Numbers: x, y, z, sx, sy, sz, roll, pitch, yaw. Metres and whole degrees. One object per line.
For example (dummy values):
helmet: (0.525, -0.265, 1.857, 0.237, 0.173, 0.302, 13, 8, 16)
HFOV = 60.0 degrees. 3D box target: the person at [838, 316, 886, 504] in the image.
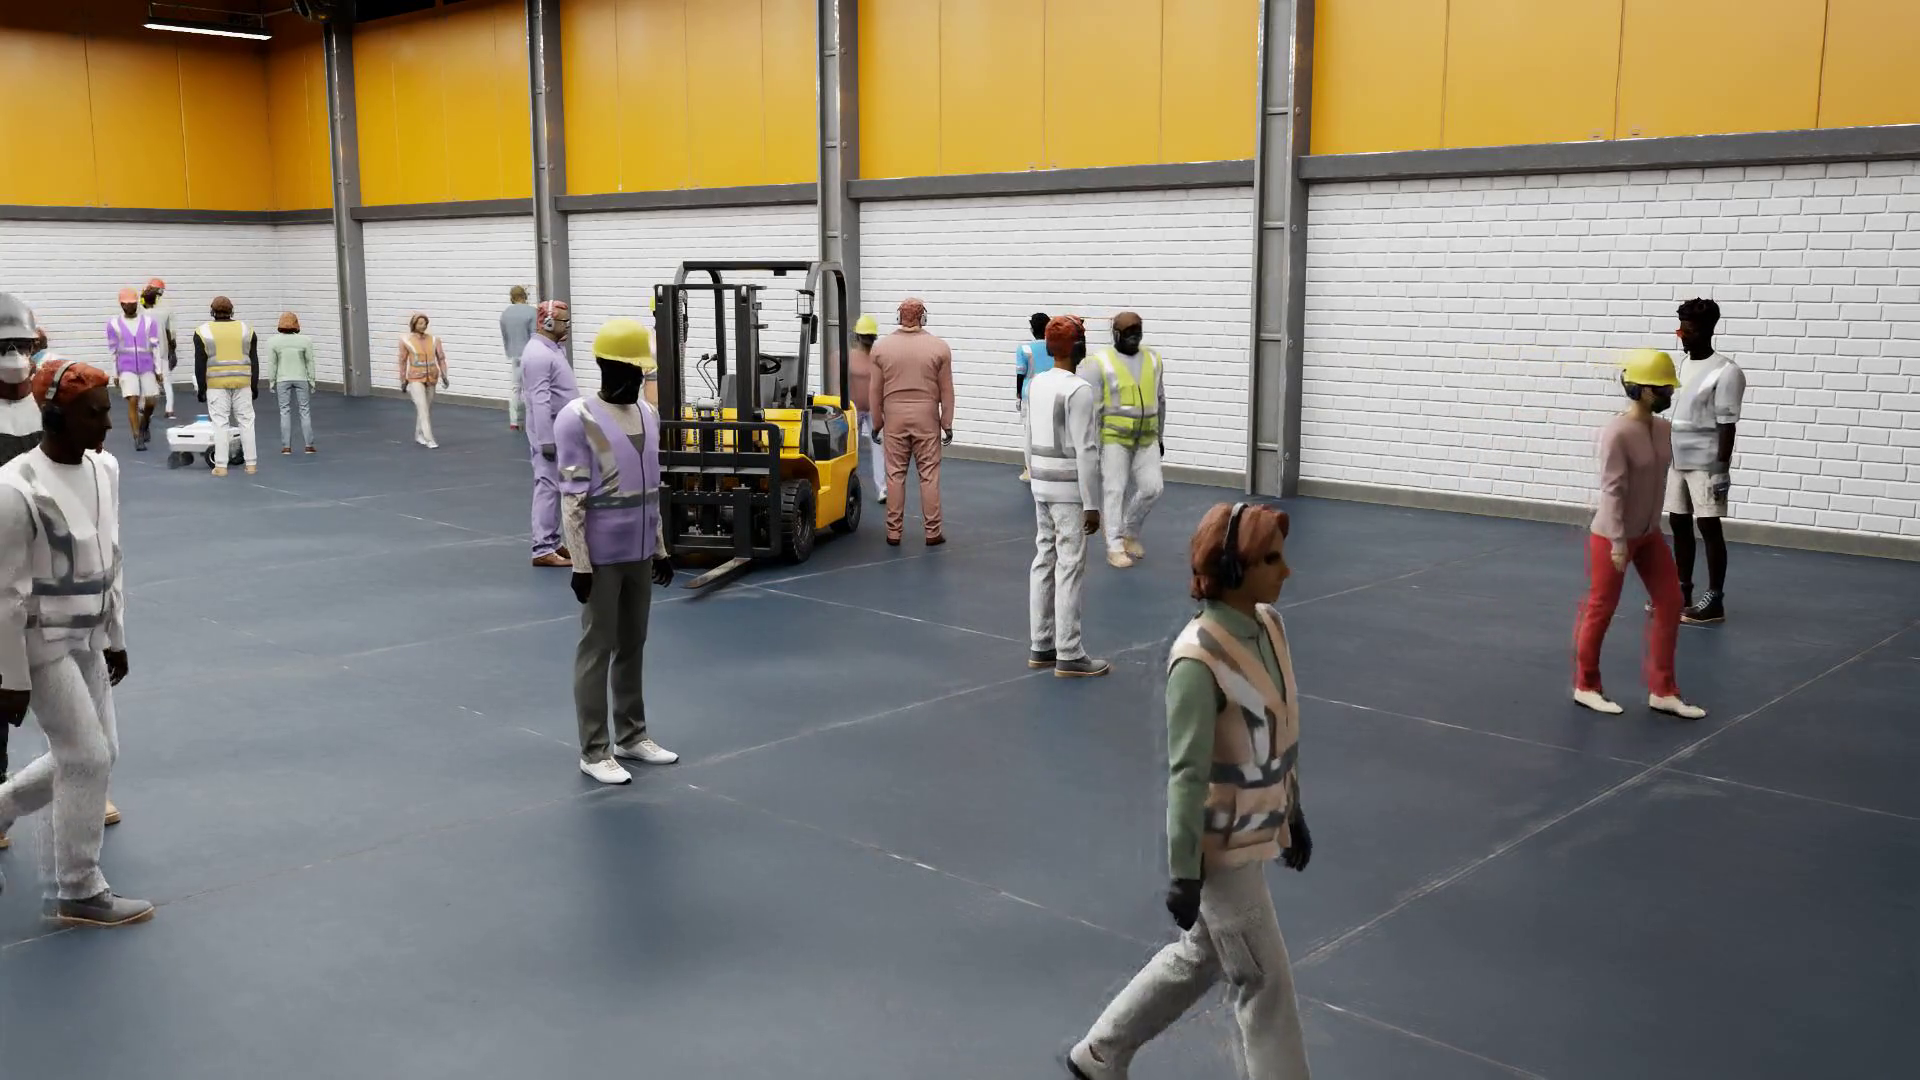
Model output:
person: (-0.868, -1.193, 15.175, 0.532, 1.700, 0.986, -3, 10, -16)

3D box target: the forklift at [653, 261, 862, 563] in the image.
forklift: (-1.552, -1.040, 12.721, 1.214, 2.155, 2.313, 2, 9, 11)

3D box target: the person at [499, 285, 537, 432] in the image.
person: (-5.638, -2.336, 21.582, 0.739, 1.906, 0.380, 4, 10, 25)

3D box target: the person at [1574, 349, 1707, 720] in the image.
person: (3.210, -0.008, 7.749, 0.557, 1.737, 0.717, -6, 11, -34)

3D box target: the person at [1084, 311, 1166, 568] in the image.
person: (1.188, -0.714, 11.847, 0.648, 1.824, 0.451, -4, 10, -22)

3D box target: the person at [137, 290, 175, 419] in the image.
person: (-11.498, -2.646, 23.733, 0.541, 1.817, 0.962, -9, 13, -43)

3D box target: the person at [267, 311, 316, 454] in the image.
person: (-7.659, -1.797, 19.073, 0.503, 1.632, 0.271, -3, 10, -19)

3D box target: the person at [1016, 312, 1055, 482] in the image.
person: (0.800, -1.414, 16.562, 0.536, 1.690, 0.321, -3, 10, -18)

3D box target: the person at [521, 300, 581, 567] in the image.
person: (-2.905, -0.760, 11.917, 0.404, 1.899, 0.643, -1, 9, -4)

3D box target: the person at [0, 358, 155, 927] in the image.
person: (-2.963, 0.338, 5.317, 0.634, 1.853, 0.574, 0, 9, -1)

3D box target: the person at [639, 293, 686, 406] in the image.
person: (-2.626, -1.233, 14.717, 0.380, 1.928, 0.586, 7, 12, 37)

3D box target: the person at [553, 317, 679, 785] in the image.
person: (-1.415, 0.037, 6.948, 0.376, 1.923, 0.585, 5, 10, 27)

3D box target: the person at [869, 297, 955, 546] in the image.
person: (-0.365, -0.902, 12.754, 0.654, 1.906, 0.406, 1, 9, 4)

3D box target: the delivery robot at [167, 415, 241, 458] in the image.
delivery robot: (-8.059, -1.093, 17.746, 0.707, 0.478, 0.477, 1, 10, 2)

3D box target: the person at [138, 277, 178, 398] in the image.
person: (-13.139, -3.307, 27.259, 0.635, 1.977, 0.471, 1, 9, 7)

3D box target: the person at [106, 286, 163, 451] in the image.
person: (-9.672, -2.012, 19.513, 0.567, 1.925, 0.598, -6, 11, -31)

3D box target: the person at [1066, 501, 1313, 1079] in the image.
person: (0.599, 0.697, 3.893, 0.803, 1.613, 0.524, 5, 10, 26)

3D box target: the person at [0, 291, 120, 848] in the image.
person: (-3.465, 0.106, 6.161, 0.537, 2.000, 0.684, 9, 13, 44)

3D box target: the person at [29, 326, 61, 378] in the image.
person: (-8.377, -1.164, 15.261, 0.523, 1.616, 0.720, 1, 9, 5)

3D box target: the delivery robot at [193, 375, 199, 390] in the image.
delivery robot: (-11.888, -2.538, 26.633, 0.707, 0.478, 0.477, 1, 9, 6)

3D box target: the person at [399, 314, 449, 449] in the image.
person: (-6.408, -1.902, 19.860, 0.519, 1.596, 0.844, -8, 12, -40)

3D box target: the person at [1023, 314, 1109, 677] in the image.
person: (0.550, -0.229, 8.689, 0.346, 1.883, 0.584, -5, 10, -28)

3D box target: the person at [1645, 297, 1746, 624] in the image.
person: (4.424, -0.478, 10.018, 0.385, 1.958, 0.601, -2, 10, -13)

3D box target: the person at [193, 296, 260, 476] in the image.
person: (-7.537, -1.581, 17.116, 0.622, 1.844, 0.429, -7, 11, -36)
